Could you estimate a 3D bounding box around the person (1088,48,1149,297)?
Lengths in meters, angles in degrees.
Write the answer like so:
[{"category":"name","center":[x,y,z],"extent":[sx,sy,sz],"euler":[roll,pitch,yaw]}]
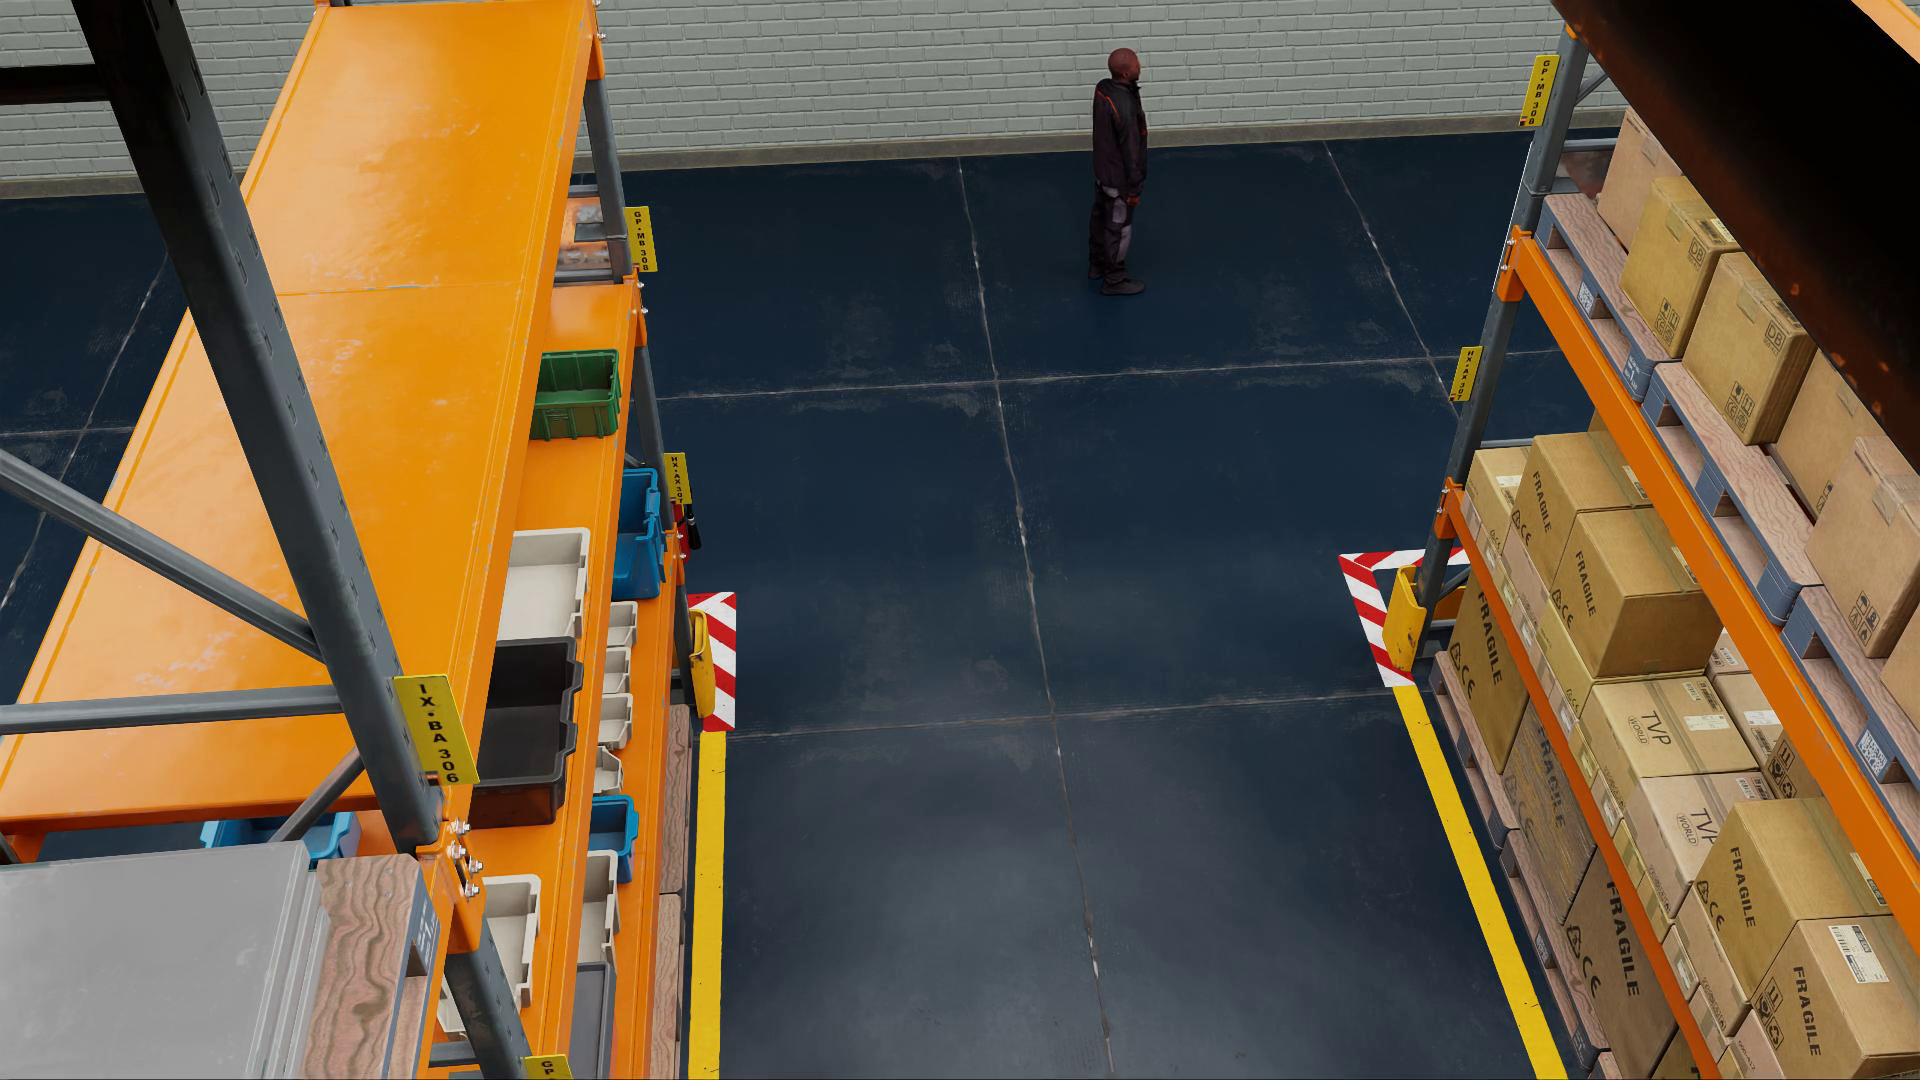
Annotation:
[{"category":"person","center":[1.071,-2.554,11.501],"extent":[0.827,1.825,0.661],"euler":[-16,45,-16]}]
